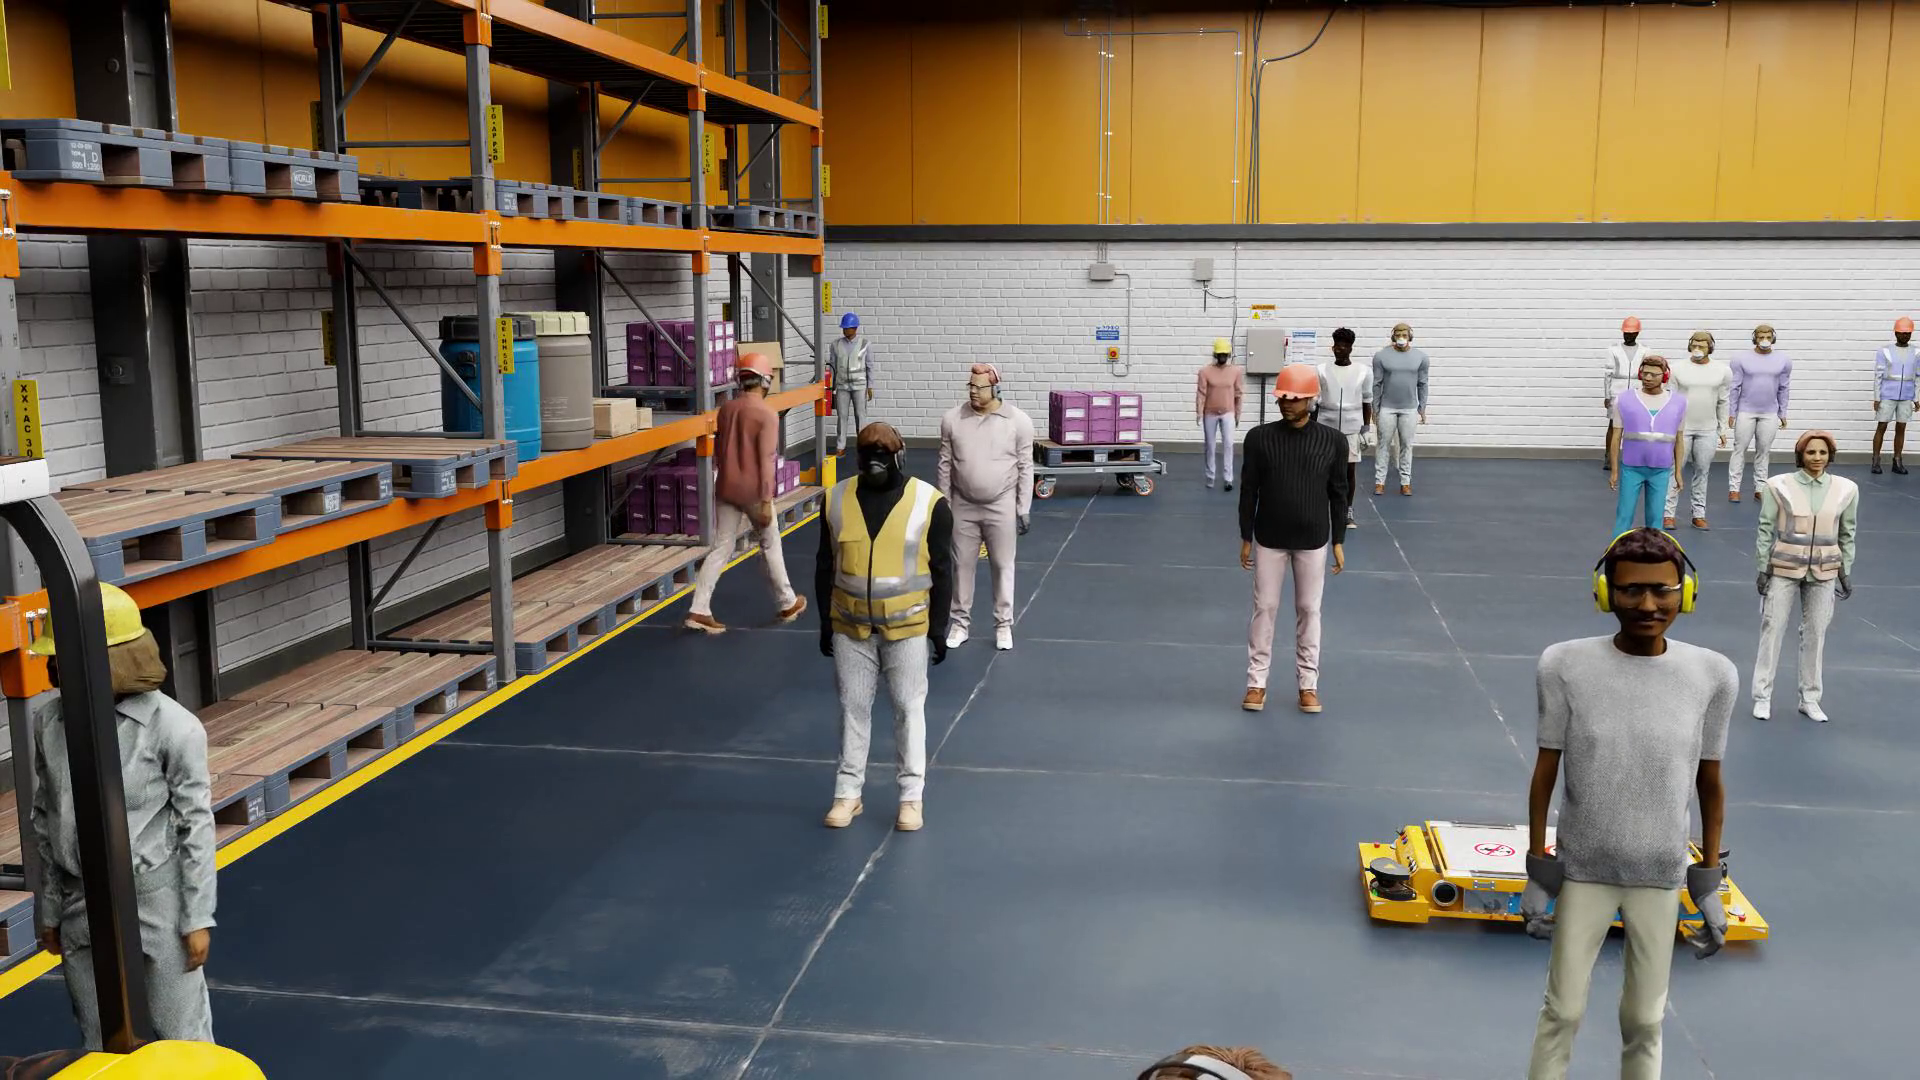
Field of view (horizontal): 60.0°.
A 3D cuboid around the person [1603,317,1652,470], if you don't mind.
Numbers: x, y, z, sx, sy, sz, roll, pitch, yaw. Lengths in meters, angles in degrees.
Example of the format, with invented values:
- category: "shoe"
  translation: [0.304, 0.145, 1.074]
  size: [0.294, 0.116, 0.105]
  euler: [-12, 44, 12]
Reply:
- category: "person"
  translation: [8.365, -1.829, 20.862]
  size: [0.546, 1.934, 0.376]
  euler: [2, 9, 11]

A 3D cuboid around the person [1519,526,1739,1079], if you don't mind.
- category: "person"
  translation: [1.731, 0.884, 4.322]
  size: [0.521, 1.873, 0.336]
  euler: [2, 9, 11]

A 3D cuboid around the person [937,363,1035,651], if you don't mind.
- category: "person"
  translation: [0.160, -0.215, 11.001]
  size: [0.643, 1.905, 0.400]
  euler: [2, 9, 11]

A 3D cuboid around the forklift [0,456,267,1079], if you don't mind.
- category: "forklift"
  translation: [-2.328, 0.975, 2.765]
  size: [2.313, 2.155, 1.214]
  euler: [1, 9, 9]

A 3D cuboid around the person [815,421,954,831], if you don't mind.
- category: "person"
  translation: [-0.349, 0.388, 7.468]
  size: [0.624, 1.845, 0.430]
  euler: [2, 9, 11]

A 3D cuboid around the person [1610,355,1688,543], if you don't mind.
- category: "person"
  translation: [5.485, -0.556, 13.290]
  size: [0.564, 1.840, 0.397]
  euler: [2, 9, 11]

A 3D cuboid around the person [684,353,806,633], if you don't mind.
- category: "person"
  translation: [-1.502, -0.323, 11.590]
  size: [0.660, 1.932, 1.054]
  euler: [7, 12, 37]

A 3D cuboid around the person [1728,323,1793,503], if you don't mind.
- category: "person"
  translation: [8.616, -1.362, 17.962]
  size: [0.629, 1.940, 0.379]
  euler: [2, 9, 11]

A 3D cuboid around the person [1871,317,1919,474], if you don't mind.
- category: "person"
  translation: [11.559, -1.774, 20.502]
  size: [0.546, 1.939, 0.375]
  euler: [2, 9, 11]

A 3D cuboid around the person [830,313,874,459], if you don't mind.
- category: "person"
  translation: [-1.444, -2.041, 22.136]
  size: [0.605, 1.943, 0.402]
  euler: [2, 9, 11]

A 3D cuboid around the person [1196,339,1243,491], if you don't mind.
- category: "person"
  translation: [2.954, -1.413, 18.940]
  size: [0.542, 1.728, 0.896]
  euler: [1, 9, 5]

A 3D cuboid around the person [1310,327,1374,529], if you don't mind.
- category: "person"
  translation: [3.700, -1.087, 16.187]
  size: [0.608, 1.963, 0.374]
  euler: [2, 9, 11]

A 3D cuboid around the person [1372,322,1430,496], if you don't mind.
- category: "person"
  translation: [4.898, -1.458, 18.553]
  size: [0.629, 1.940, 0.379]
  euler: [2, 9, 11]

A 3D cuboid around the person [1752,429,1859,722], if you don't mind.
- category: "person"
  translation: [4.696, 0.197, 9.260]
  size: [0.515, 1.641, 0.314]
  euler: [2, 9, 11]

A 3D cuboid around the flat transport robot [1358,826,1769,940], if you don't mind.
- category: "flat transport robot"
  translation: [2.325, 1.321, 6.541]
  size: [1.431, 0.197, 0.652]
  euler: [1, 9, 9]

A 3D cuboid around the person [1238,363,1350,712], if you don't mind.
- category: "person"
  translation: [1.887, -0.007, 9.443]
  size: [0.613, 1.991, 0.392]
  euler: [2, 9, 11]

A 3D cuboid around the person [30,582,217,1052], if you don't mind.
- category: "person"
  translation: [-2.150, 0.957, 4.271]
  size: [0.486, 1.740, 0.313]
  euler: [2, 9, 11]

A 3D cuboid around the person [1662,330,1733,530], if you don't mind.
- category: "person"
  translation: [7.104, -1.055, 16.082]
  size: [0.629, 1.937, 0.379]
  euler: [2, 9, 11]

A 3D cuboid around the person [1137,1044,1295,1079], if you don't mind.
- category: "person"
  translation: [0.211, 1.346, 1.573]
  size: [0.624, 1.841, 0.430]
  euler: [2, 9, 11]

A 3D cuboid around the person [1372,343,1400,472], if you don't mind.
- category: "person"
  translation: [5.369, -1.631, 20.670]
  size: [0.530, 1.600, 0.850]
  euler: [1, 9, 5]
